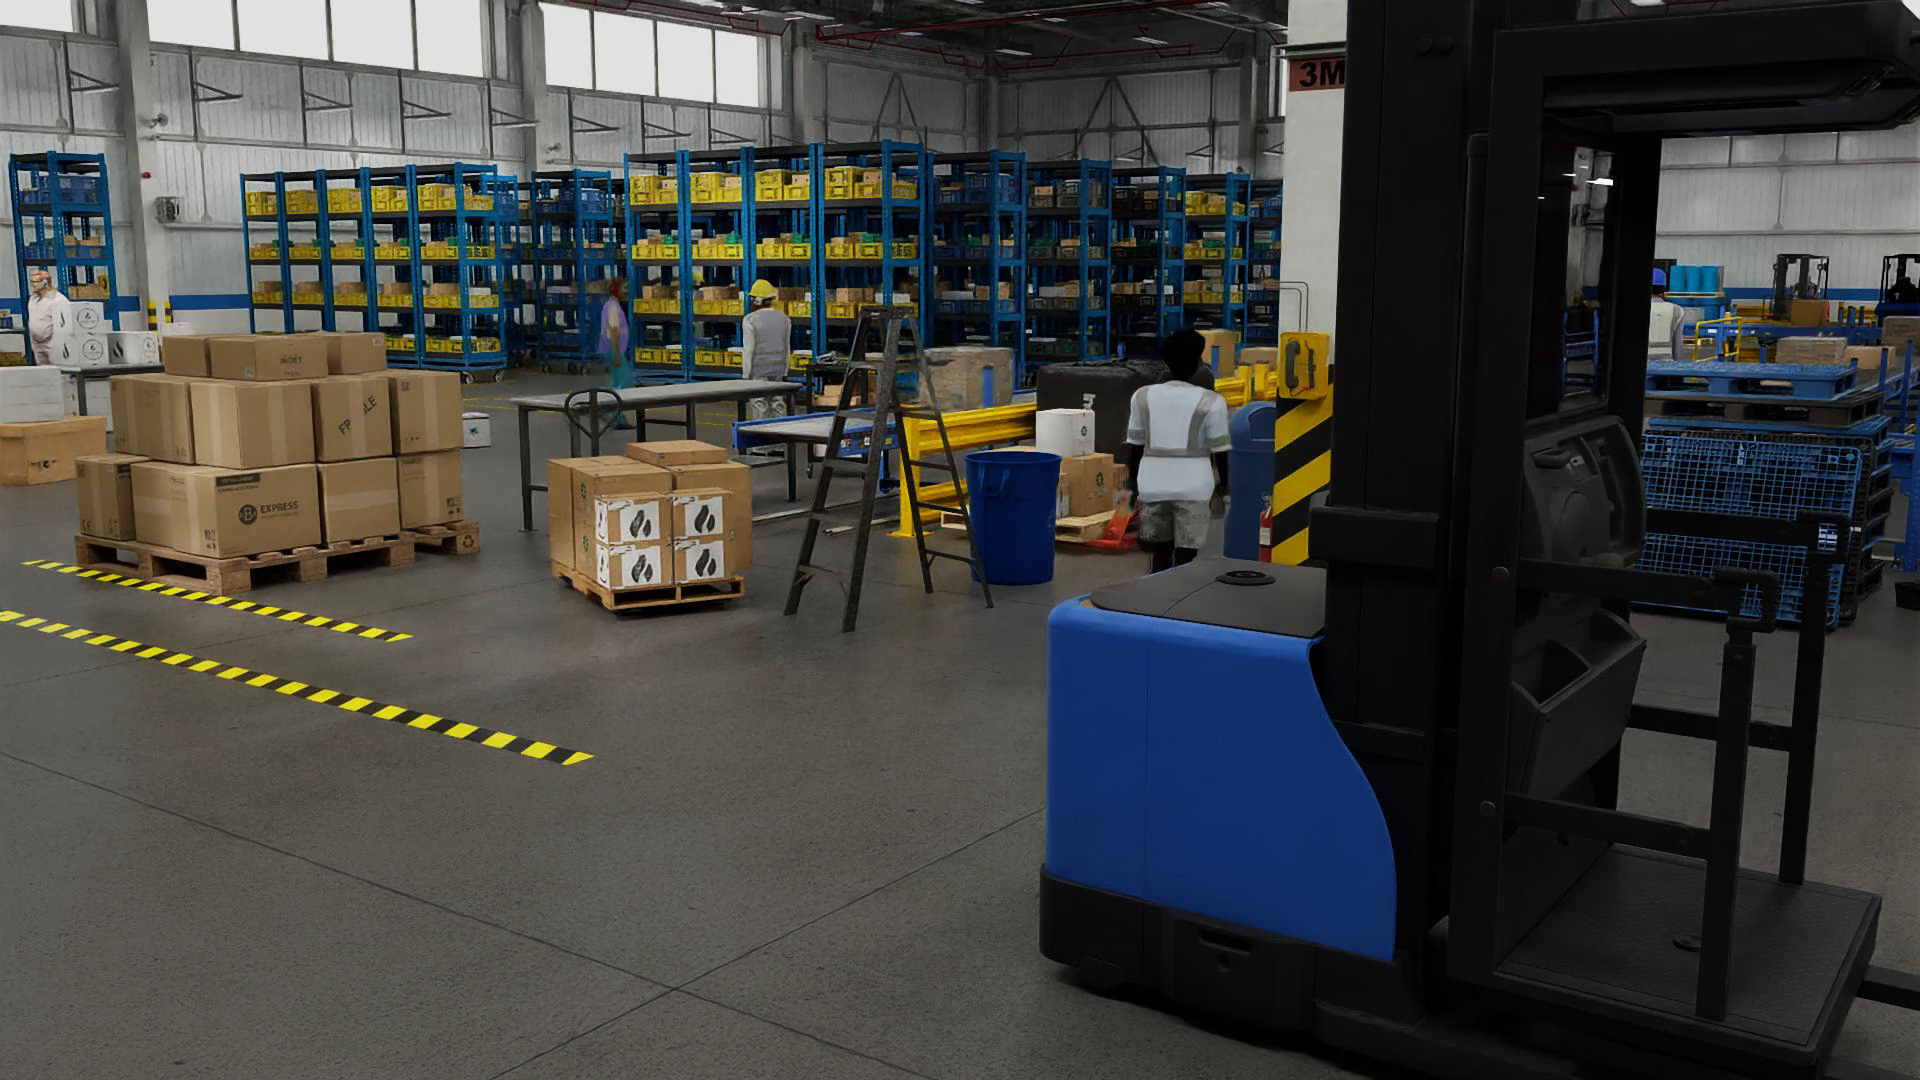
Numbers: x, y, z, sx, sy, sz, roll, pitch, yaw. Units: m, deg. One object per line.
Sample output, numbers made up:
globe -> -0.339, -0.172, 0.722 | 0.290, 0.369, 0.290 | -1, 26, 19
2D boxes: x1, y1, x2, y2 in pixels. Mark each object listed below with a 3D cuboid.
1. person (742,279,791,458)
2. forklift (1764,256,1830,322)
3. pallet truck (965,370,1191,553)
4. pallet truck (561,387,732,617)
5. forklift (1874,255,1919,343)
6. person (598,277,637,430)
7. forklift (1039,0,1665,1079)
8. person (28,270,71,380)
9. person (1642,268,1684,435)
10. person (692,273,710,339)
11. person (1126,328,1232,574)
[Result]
person -> -1.980, -1.708, 16.825 | 0.404, 1.833, 0.600 | 9, 13, 43
forklift -> 20.253, -5.854, 40.139 | 1.157, 1.987, 2.680 | 7, 12, 35
pallet truck -> 0.845, -0.609, 11.869 | 1.630, 1.274, 0.653 | 7, 12, 35
pallet truck -> -1.981, -0.274, 10.088 | 0.680, 1.201, 1.601 | -5, 11, -28
forklift -> 22.089, -5.634, 38.796 | 1.157, 1.987, 2.680 | 6, 11, 33
person -> -4.088, -2.216, 19.831 | 0.436, 1.835, 0.589 | -2, 10, -12
forklift -> 1.249, -0.137, 4.360 | 1.873, 2.768, 1.129 | 7, 12, 35
person -> -11.609, -2.474, 21.184 | 0.643, 1.905, 0.400 | 4, 10, 22
person -> 6.843, -1.712, 16.509 | 0.617, 1.946, 0.397 | 0, 10, -1
person -> -4.912, -4.045, 30.821 | 0.513, 1.804, 0.608 | -2, 10, -9
person -> 1.150, -0.250, 8.599 | 0.549, 1.676, 0.521 | 5, 11, 27
